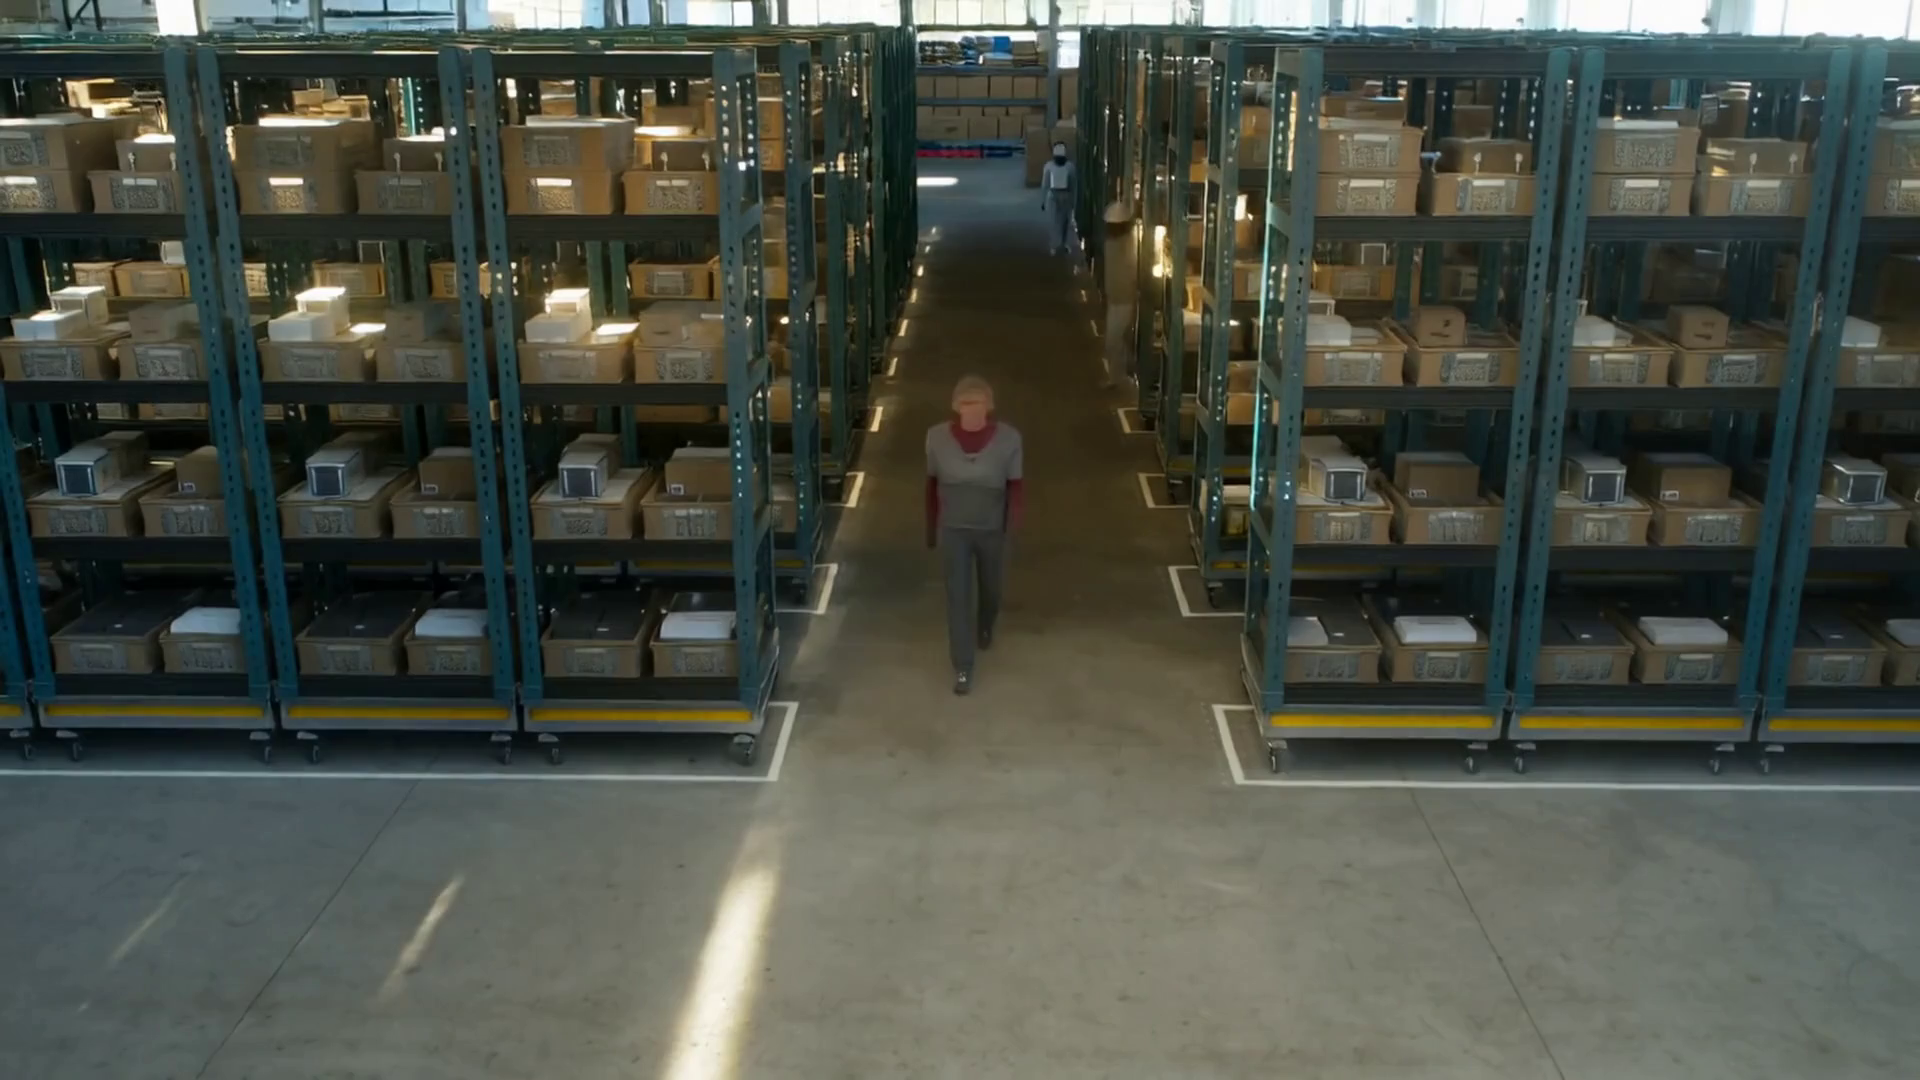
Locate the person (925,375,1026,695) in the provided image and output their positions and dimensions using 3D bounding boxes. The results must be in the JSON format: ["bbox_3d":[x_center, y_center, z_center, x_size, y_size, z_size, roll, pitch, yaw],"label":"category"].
[{"bbox_3d":[0.092,-0.097,9.710,0.584,1.809,0.918,1,17,4],"label":"person"}]

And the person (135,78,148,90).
[{"bbox_3d":[-26.551,-14.057,54.079,0.552,1.881,1.005,-3,18,-9],"label":"person"}]

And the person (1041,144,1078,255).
[{"bbox_3d":[1.630,-5.600,27.301,0.611,1.779,0.976,2,18,6],"label":"person"}]

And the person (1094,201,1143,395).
[{"bbox_3d":[1.626,-2.436,16.871,0.436,1.979,0.628,-6,18,-18],"label":"person"}]
